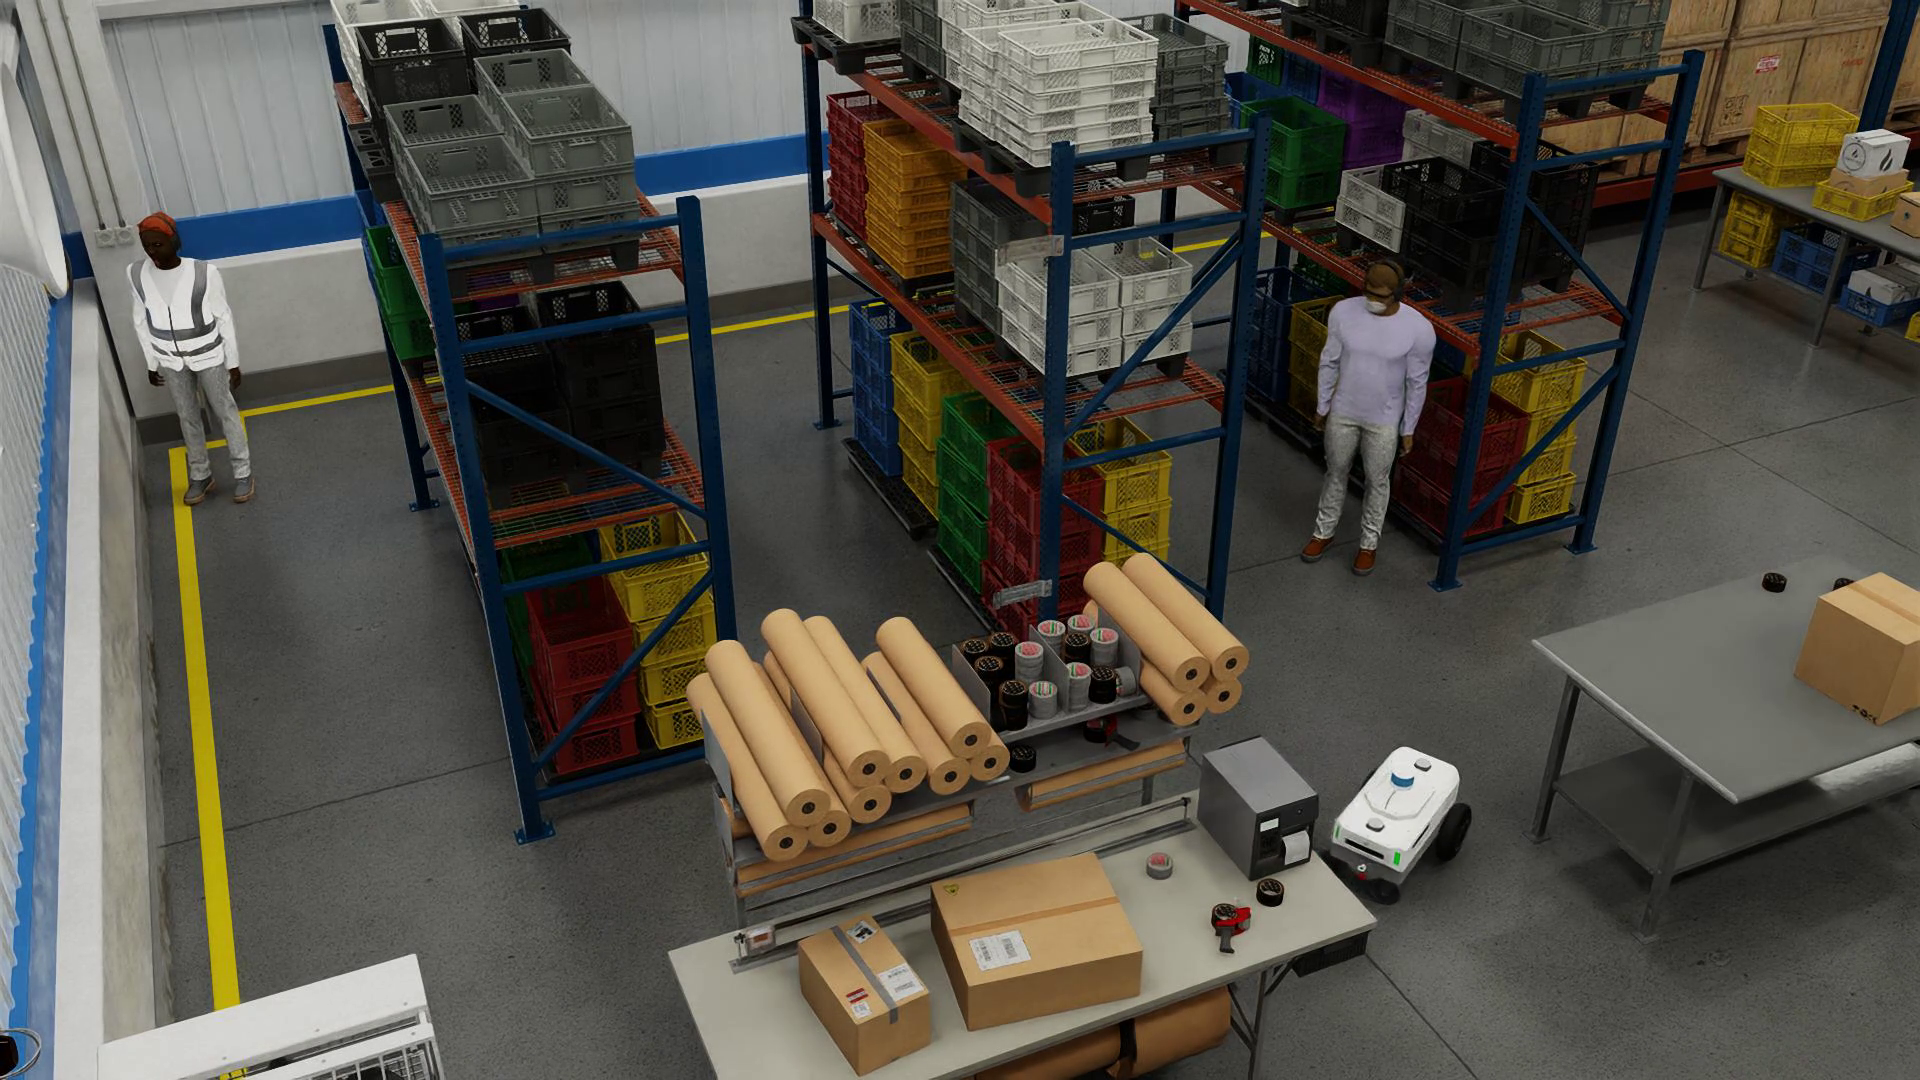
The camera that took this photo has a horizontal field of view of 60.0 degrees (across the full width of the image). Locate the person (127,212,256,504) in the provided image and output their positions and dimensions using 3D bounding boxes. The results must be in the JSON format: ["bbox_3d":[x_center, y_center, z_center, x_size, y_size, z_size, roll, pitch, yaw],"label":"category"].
[{"bbox_3d":[-4.713,-1.100,10.205,0.572,1.883,0.355,-1,32,-2],"label":"person"}]

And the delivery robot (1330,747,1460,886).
[{"bbox_3d":[1.987,1.240,7.575,0.477,0.478,0.707,21,37,31],"label":"delivery robot"}]

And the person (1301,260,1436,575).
[{"bbox_3d":[2.324,-0.707,9.519,0.627,1.934,0.372,17,35,25],"label":"person"}]
